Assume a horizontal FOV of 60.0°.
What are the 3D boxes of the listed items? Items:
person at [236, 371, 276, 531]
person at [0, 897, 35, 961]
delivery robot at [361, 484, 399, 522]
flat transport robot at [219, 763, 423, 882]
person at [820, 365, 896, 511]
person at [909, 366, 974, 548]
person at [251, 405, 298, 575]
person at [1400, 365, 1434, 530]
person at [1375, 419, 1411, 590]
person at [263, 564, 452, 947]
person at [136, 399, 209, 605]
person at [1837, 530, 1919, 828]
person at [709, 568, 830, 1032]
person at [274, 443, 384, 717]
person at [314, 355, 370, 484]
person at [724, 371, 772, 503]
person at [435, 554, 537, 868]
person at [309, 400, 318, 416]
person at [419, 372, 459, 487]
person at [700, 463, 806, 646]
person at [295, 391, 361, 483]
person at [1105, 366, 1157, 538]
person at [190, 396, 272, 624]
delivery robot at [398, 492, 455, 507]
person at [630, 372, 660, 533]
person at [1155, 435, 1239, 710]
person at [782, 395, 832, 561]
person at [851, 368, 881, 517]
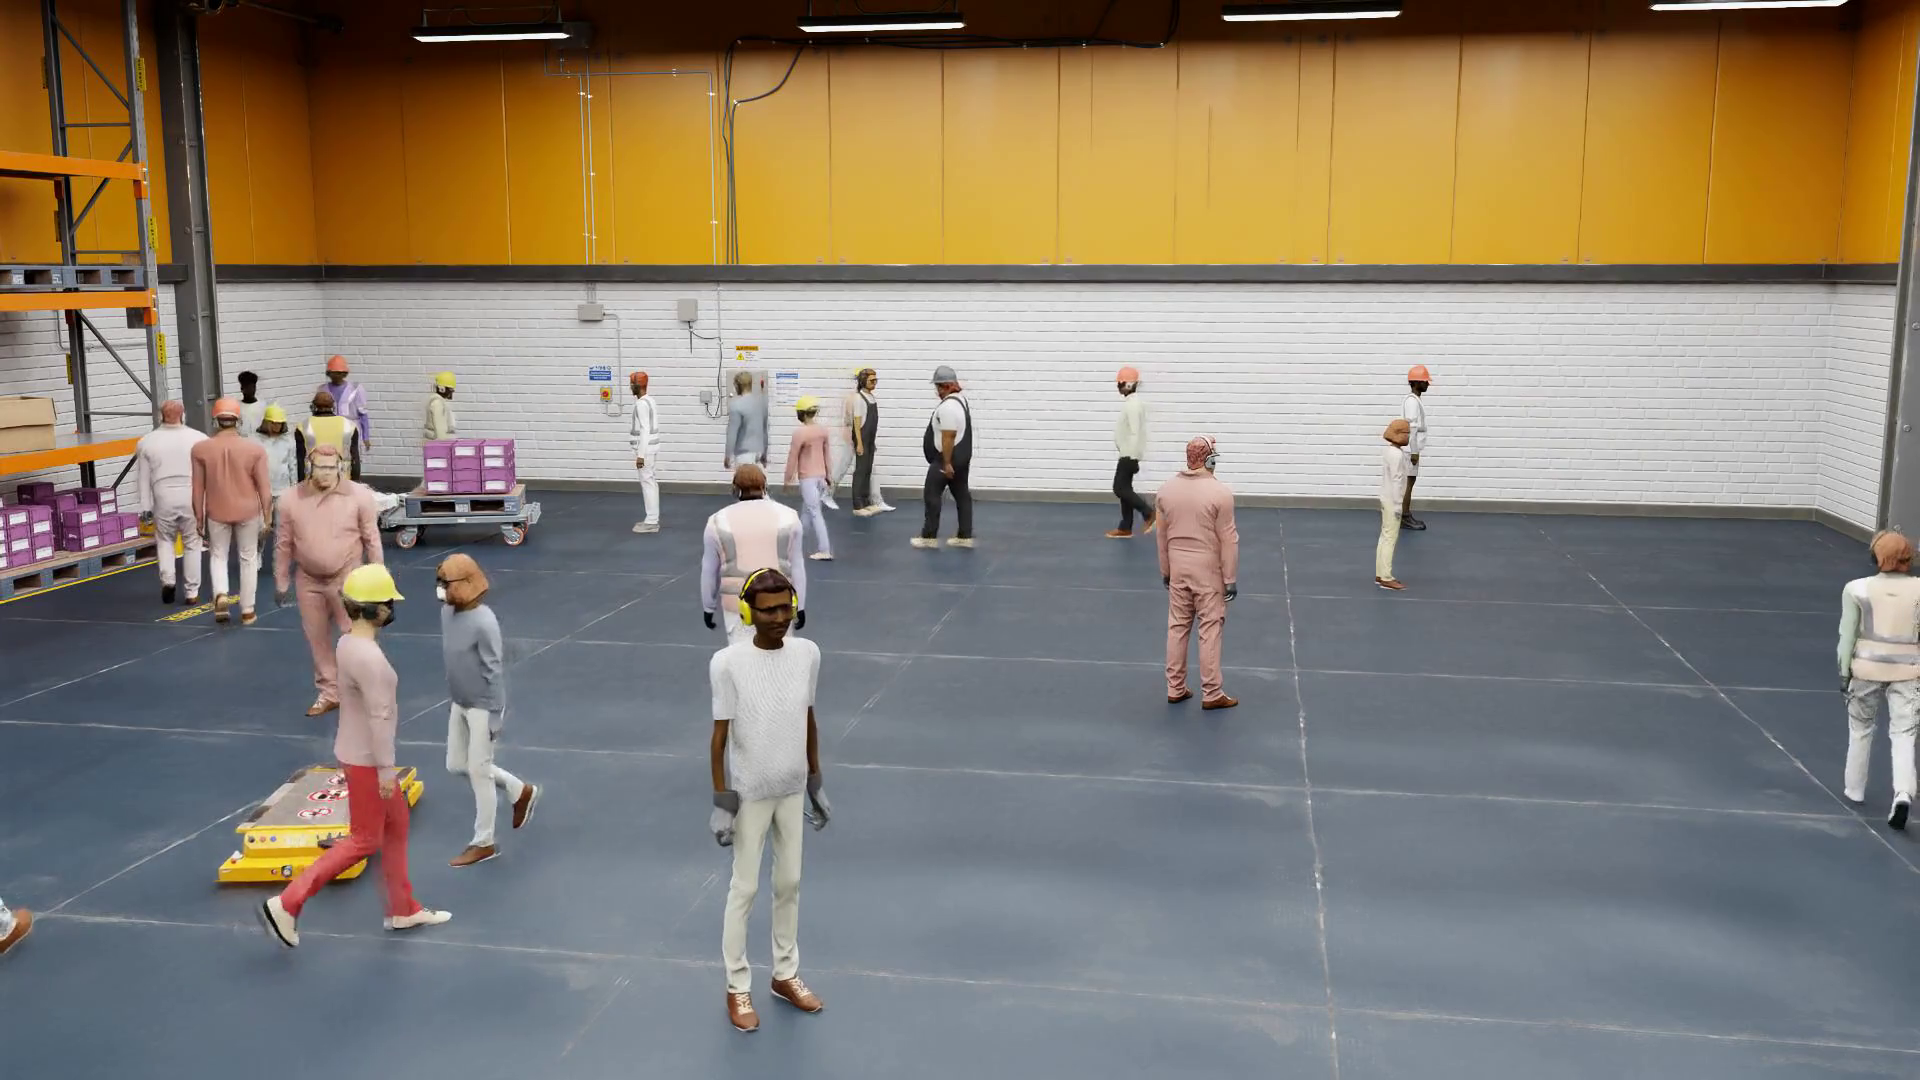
[{"bbox_3d":[-8.122,-0.997,19.149,0.601,1.927,0.989,-3,10,-19],"label":"person"},{"bbox_3d":[-4.335,0.986,6.932,0.650,1.884,1.026,0,9,0],"label":"person"},{"bbox_3d":[-6.945,-0.412,19.433,0.707,0.478,0.477,-5,10,-30],"label":"delivery robot"},{"bbox_3d":[-3.370,1.477,8.877,0.652,0.197,1.431,-1,9,-5],"label":"flat transport robot"},{"bbox_3d":[-1.341,-1.294,21.195,1.020,1.868,0.606,4,10,24],"label":"person"},{"bbox_3d":[-0.212,-0.926,18.314,0.804,2.000,0.698,3,10,19],"label":"person"},{"bbox_3d":[-6.833,-0.487,16.552,0.506,1.720,0.426,-8,12,-39],"label":"person"},{"bbox_3d":[5.378,-1.094,19.668,0.361,1.939,0.543,2,9,13],"label":"person"},{"bbox_3d":[4.176,-0.349,15.995,0.268,1.630,0.507,1,9,5],"label":"person"},{"bbox_3d":[-2.735,0.976,7.464,0.759,1.739,0.524,-5,10,-28],"label":"person"},{"bbox_3d":[-7.118,-0.342,15.166,0.631,1.887,0.417,-3,10,-20],"label":"person"},{"bbox_3d":[5.142,0.755,9.213,0.517,1.609,0.751,4,10,23],"label":"person"},{"bbox_3d":[-0.766,1.027,6.730,0.533,1.868,0.310,-7,11,-35],"label":"person"},{"bbox_3d":[-4.327,0.262,11.441,0.686,1.888,0.518,0,9,-1],"label":"person"},{"bbox_3d":[-7.685,-1.289,20.682,0.649,2.015,0.548,0,9,-2],"label":"person"},{"bbox_3d":[-2.377,-0.997,19.199,0.916,1.904,0.679,5,10,28],"label":"person"},{"bbox_3d":[-2.443,0.849,8.603,0.504,1.619,0.520,8,12,42],"label":"person"},{"bbox_3d":[-6.844,-0.683,17.917,0.549,1.677,0.420,-7,11,-35],"label":"person"},{"bbox_3d":[-6.641,-1.239,21.062,0.749,1.790,0.648,-2,9,-12],"label":"person"},{"bbox_3d":[-1.340,0.402,10.733,0.659,1.822,0.713,-2,9,-11],"label":"person"},{"bbox_3d":[-6.450,-0.602,16.982,0.633,1.833,0.436,-5,11,-31],"label":"person"},{"bbox_3d":[1.966,-0.985,18.864,0.534,1.977,0.621,1,9,7],"label":"person"},{"bbox_3d":[-6.205,-0.230,14.188,0.629,1.979,0.578,-3,10,-18],"label":"person"},{"bbox_3d":[-6.283,-0.463,19.749,0.707,0.478,0.477,-7,11,-38],"label":"delivery robot"},{"bbox_3d":[-3.685,-1.027,19.429,0.352,1.881,0.576,0,9,-1],"label":"person"},{"bbox_3d":[1.675,0.225,11.591,0.639,1.908,0.409,8,12,42],"label":"person"},{"bbox_3d":[-1.676,-0.660,17.597,0.852,1.725,0.551,6,11,34],"label":"person"},{"bbox_3d":[-1.174,-1.219,20.733,0.336,1.844,0.508,3,10,19],"label":"person"}]
